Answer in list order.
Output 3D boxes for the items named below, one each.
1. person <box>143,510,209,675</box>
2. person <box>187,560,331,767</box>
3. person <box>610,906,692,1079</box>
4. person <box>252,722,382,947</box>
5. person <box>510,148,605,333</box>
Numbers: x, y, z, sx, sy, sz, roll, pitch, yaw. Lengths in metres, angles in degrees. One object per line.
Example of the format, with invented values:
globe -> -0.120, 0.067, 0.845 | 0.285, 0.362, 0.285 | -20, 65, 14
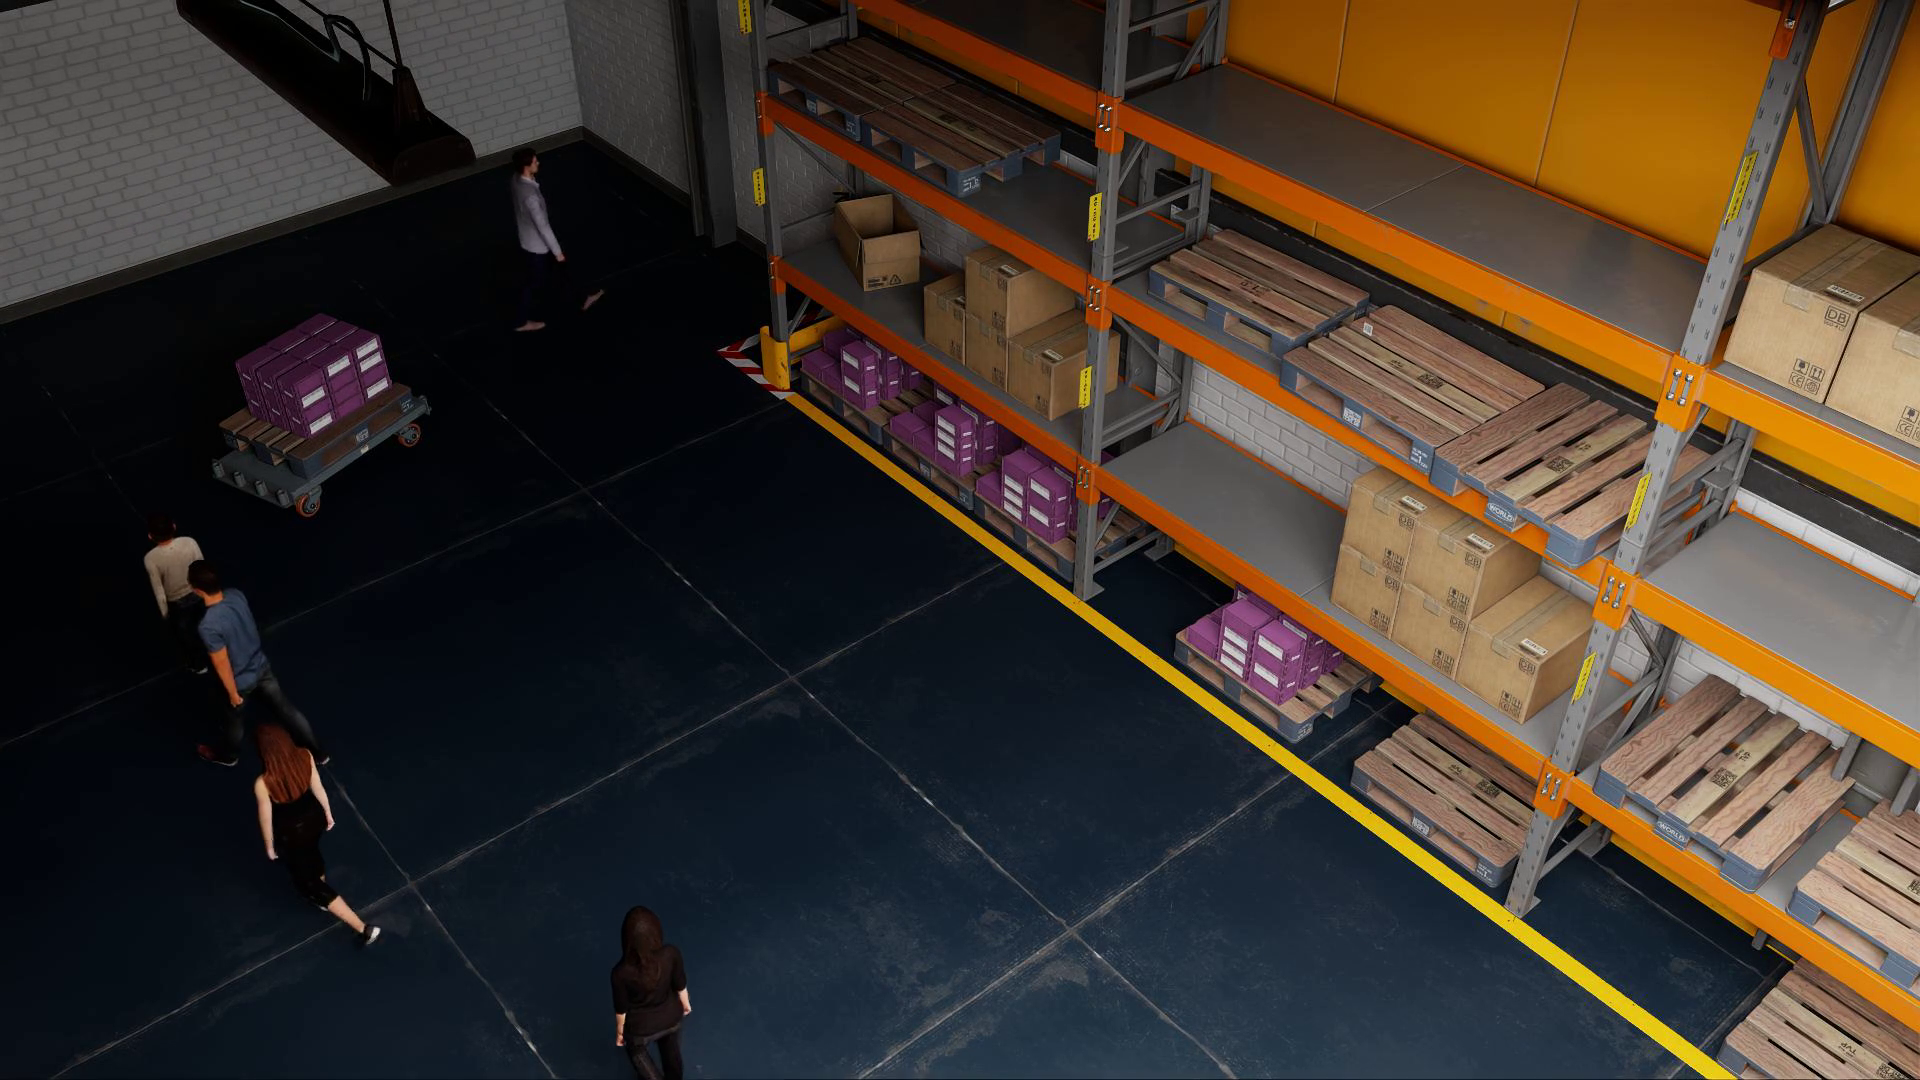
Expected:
person -> -5.437, 0.446, 11.751 | 0.594, 1.453, 0.590 | -31, 48, -33
person -> -4.635, 0.881, 10.957 | 1.229, 1.765, 1.133 | 6, 39, 7
person -> -1.610, 2.622, 8.888 | 0.654, 1.626, 0.778 | -20, 43, -24
person -> -3.863, 1.775, 9.893 | 1.157, 1.696, 0.816 | 20, 43, 23
person -> -4.032, -2.743, 15.464 | 0.981, 1.802, 1.185 | -16, 41, -19
